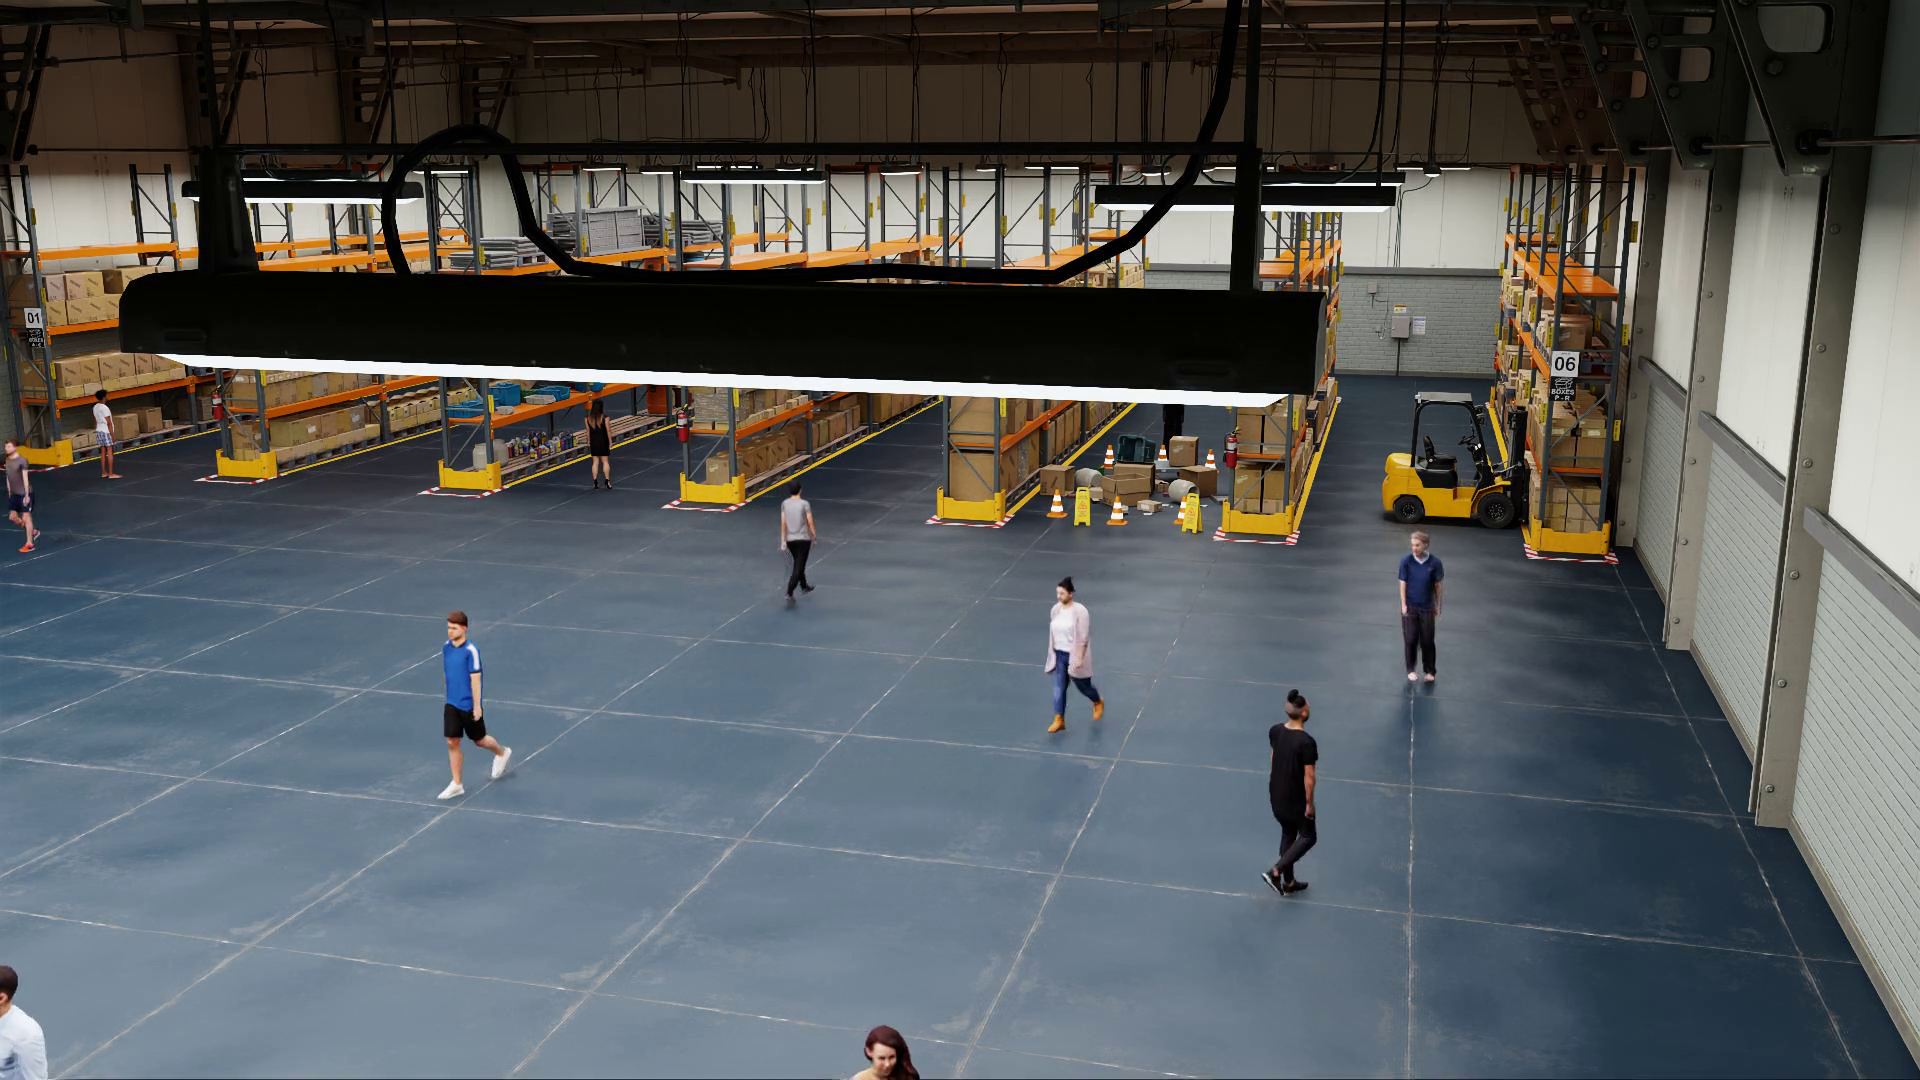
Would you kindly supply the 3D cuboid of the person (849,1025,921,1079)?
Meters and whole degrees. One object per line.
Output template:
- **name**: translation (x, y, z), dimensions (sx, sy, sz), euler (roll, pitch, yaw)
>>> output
- **person**: translation (-0.473, 3.392, 8.983), dimensions (0.963, 1.719, 1.248), euler (-2, 13, -11)

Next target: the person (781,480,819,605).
- **person**: translation (-2.313, 0.042, 23.433), dimensions (0.793, 1.727, 1.216), euler (7, 15, 28)

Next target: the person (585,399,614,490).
- **person**: translation (-6.818, -1.815, 31.473), dimensions (0.681, 1.718, 0.642), euler (1, 13, 6)

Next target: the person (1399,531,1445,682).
- **person**: translation (5.473, 0.789, 19.942), dimensions (0.665, 1.846, 0.662), euler (1, 13, 6)

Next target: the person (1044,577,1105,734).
- **person**: translation (1.278, 1.249, 18.252), dimensions (0.953, 1.712, 1.182), euler (10, 16, 36)

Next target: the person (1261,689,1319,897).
- **person**: translation (2.751, 2.154, 14.021), dimensions (0.984, 1.856, 0.920), euler (-8, 15, -32)

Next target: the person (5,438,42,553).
- **person**: translation (-14.896, -0.734, 26.536), dimensions (0.650, 1.839, 0.743), euler (5, 14, 20)

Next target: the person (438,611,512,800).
- **person**: translation (-4.834, 1.597, 16.466), dimensions (0.819, 1.841, 1.241), euler (6, 14, 25)

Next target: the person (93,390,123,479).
- **person**: translation (-16.757, -2.084, 32.603), dimensions (0.707, 1.731, 0.648), euler (9, 16, 34)

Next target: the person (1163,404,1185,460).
- **person**: translation (4.445, -2.484, 34.591), dimensions (0.622, 1.615, 0.609), euler (5, 14, 21)

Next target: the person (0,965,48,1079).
- **person**: translation (-5.225, 3.232, 9.416), dimensions (0.793, 1.834, 0.832), euler (13, 18, 43)
